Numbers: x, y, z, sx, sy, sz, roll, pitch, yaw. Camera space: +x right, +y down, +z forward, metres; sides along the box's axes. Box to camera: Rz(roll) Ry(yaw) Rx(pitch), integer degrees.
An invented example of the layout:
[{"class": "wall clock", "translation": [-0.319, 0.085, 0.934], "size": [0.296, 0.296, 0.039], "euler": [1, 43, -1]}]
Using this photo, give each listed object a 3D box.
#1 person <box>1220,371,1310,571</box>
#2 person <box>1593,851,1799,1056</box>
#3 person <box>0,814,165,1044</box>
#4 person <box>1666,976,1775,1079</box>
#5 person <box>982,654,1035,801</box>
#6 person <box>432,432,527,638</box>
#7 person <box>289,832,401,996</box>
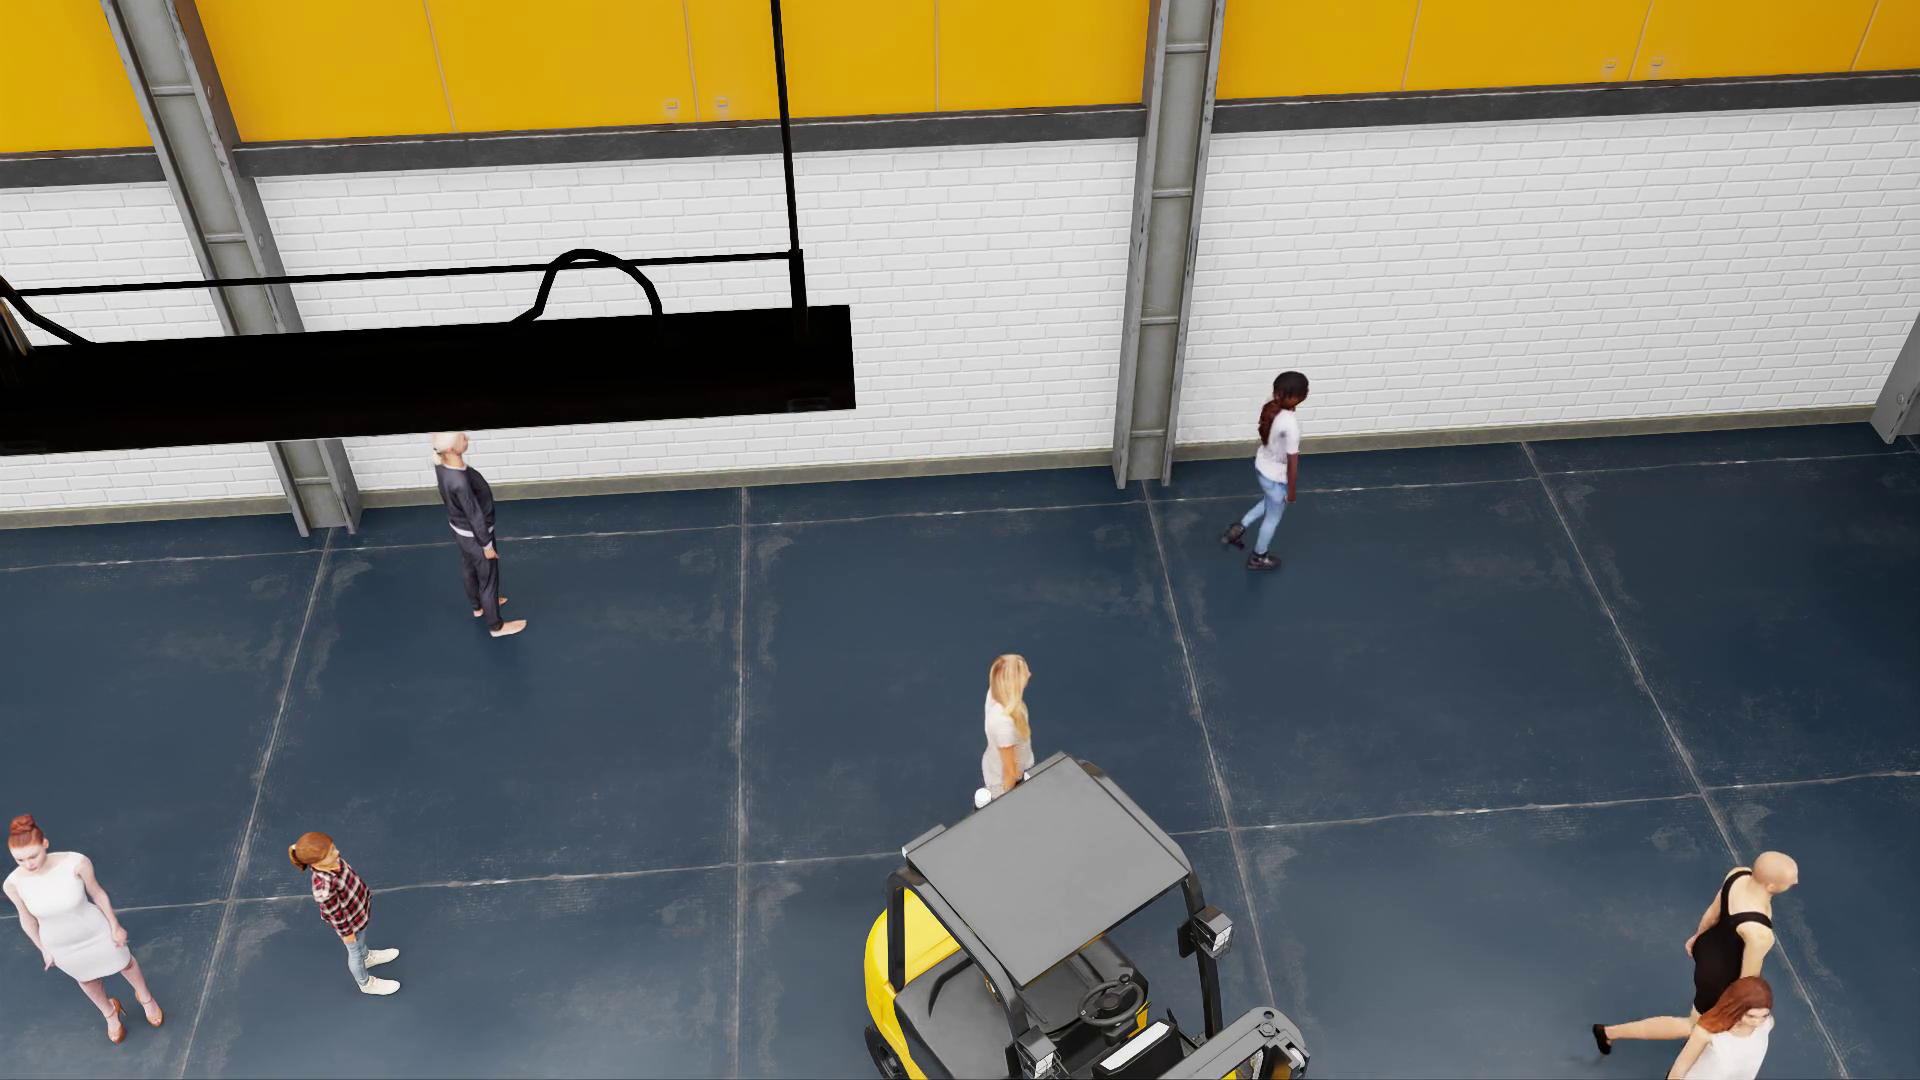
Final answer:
[{"class": "person", "translation": [2.059, -0.441, 11.285], "size": [0.691, 1.713, 0.591], "euler": [-6, 44, -6]}, {"class": "person", "translation": [3.774, 2.181, 8.476], "size": [1.112, 1.793, 0.834], "euler": [7, 44, 7]}, {"class": "person", "translation": [-4.555, 2.035, 8.629], "size": [0.525, 1.793, 0.683], "euler": [-18, 46, -18]}, {"class": "person", "translation": [3.593, 2.622, 8.063], "size": [0.461, 1.722, 0.666], "euler": [-8, 44, -8]}, {"class": "person", "translation": [0.168, 1.326, 9.359], "size": [0.775, 1.812, 0.616], "euler": [-4, 44, -5]}, {"class": "person", "translation": [-3.209, -0.087, 10.904], "size": [0.700, 1.726, 0.692], "euler": [-28, 50, -26]}, {"class": "person", "translation": [-3.341, 2.002, 9.016], "size": [0.559, 1.306, 0.562], "euler": [-10, 44, -10]}]
